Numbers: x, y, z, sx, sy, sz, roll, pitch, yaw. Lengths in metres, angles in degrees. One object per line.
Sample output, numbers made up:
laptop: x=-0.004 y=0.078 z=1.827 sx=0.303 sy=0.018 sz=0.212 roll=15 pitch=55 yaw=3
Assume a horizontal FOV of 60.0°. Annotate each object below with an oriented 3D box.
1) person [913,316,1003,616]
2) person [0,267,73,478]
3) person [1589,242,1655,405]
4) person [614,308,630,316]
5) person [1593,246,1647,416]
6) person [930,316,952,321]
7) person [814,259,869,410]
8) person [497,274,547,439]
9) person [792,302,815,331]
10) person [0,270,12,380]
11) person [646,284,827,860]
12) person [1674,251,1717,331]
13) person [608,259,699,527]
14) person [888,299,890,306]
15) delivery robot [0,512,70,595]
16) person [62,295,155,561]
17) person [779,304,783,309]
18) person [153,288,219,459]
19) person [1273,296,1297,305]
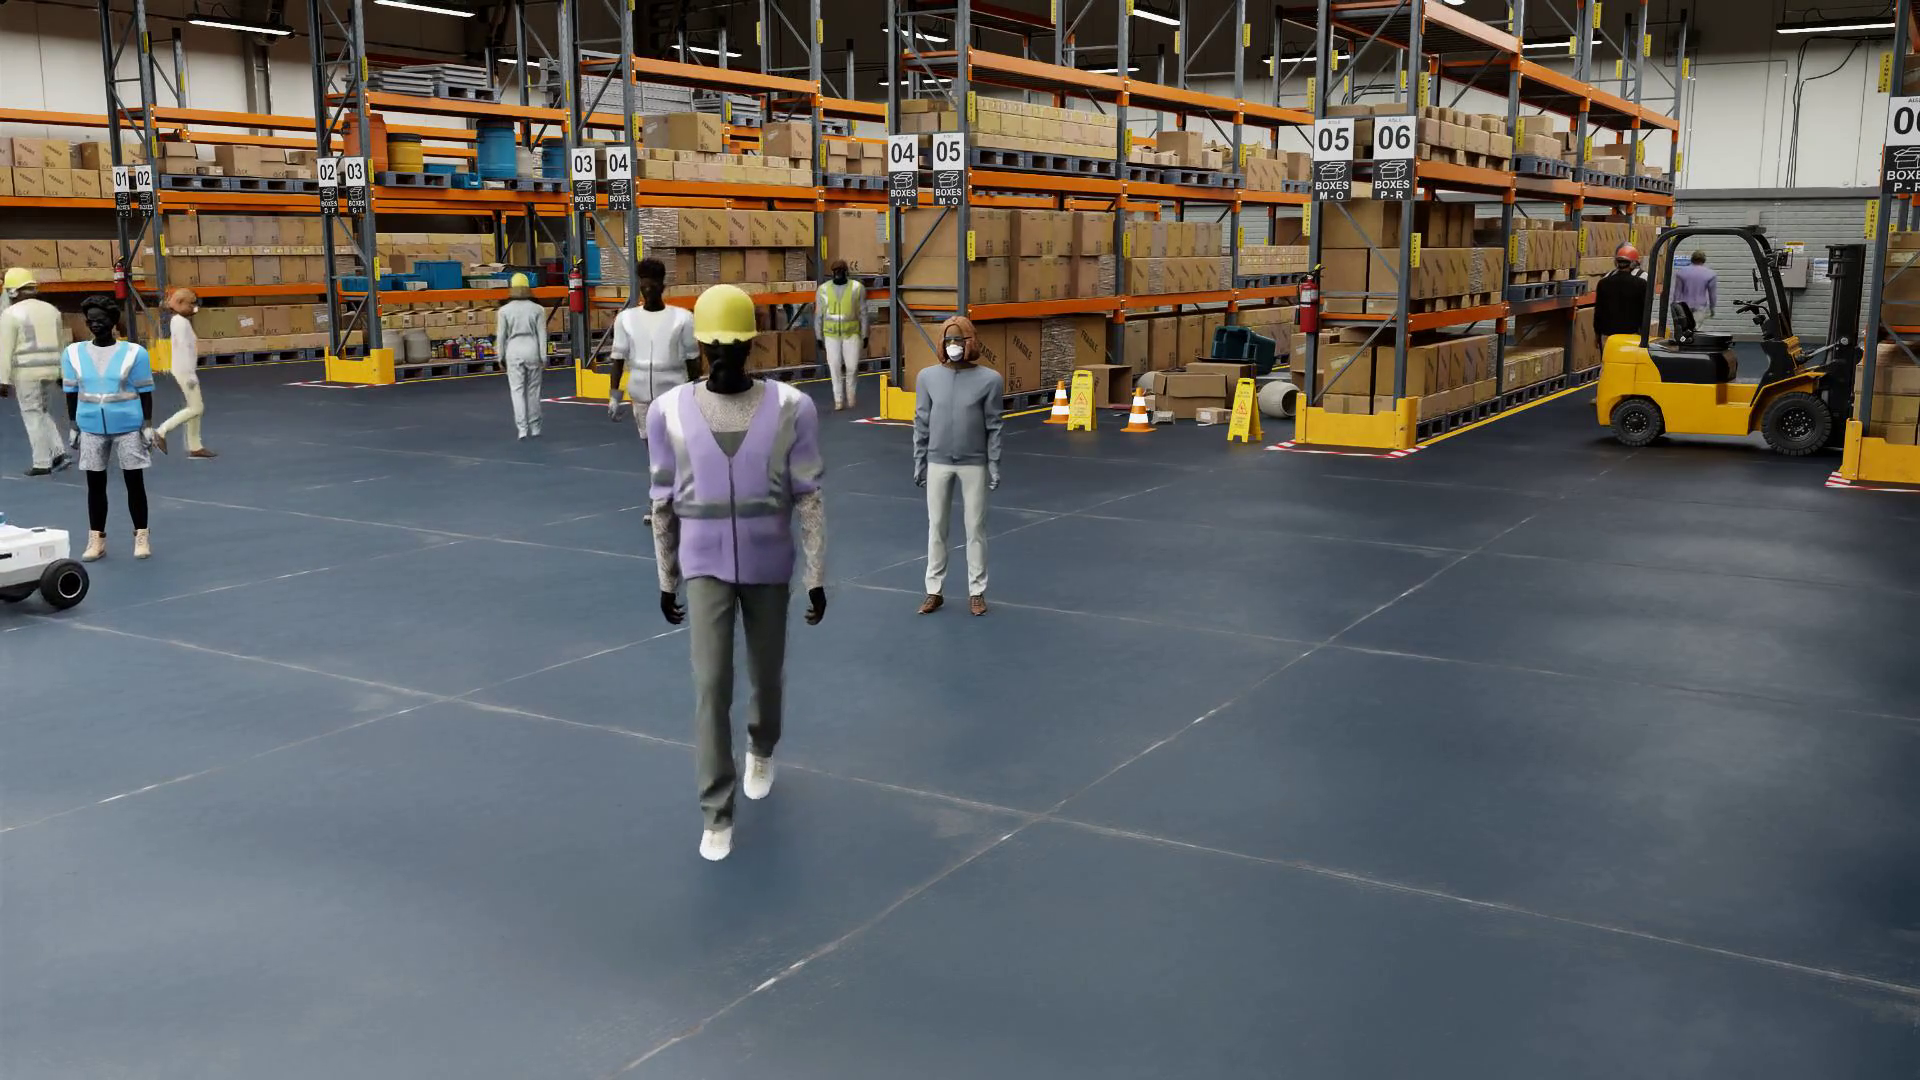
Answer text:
person: x=-0.014 y=-0.400 z=9.071 sx=0.497 sy=1.633 sz=0.284 roll=2 pitch=10 yaw=10
person: x=-7.989 y=-1.429 z=14.320 sx=0.431 sy=1.814 sz=0.610 roll=2 pitch=10 yaw=13
person: x=8.212 y=-2.678 z=20.692 sx=0.538 sy=2.000 sz=0.681 roll=-9 pitch=13 yaw=-40
person: x=-4.770 y=-3.113 z=24.095 sx=0.554 sy=1.683 sz=0.369 roll=5 pitch=11 yaw=24
person: x=7.715 y=-2.425 z=19.406 sx=0.622 sy=1.990 sz=0.402 roll=9 pitch=14 yaw=42
person: x=-0.161 y=-3.135 z=23.790 sx=0.563 sy=1.847 sz=0.389 roll=1 pitch=10 yaw=5
person: x=-1.442 y=-2.474 z=20.138 sx=0.658 sy=1.828 sz=0.479 roll=0 pitch=10 yaw=2
person: x=-4.557 y=-1.904 z=17.353 sx=0.503 sy=1.725 sz=0.764 roll=-3 pitch=10 yaw=-15
person: x=-2.648 y=-4.036 z=28.733 sx=0.653 sy=1.882 sz=1.007 roll=5 pitch=11 yaw=24
person: x=-14.019 y=-3.161 z=24.551 sx=0.364 sy=1.627 sz=0.514 roll=-5 pitch=11 yaw=-24
person: x=-0.770 y=0.069 z=5.768 sx=0.595 sy=1.907 sz=0.875 roll=-1 pitch=10 yaw=-7
person: x=12.456 y=-3.936 z=28.188 sx=0.658 sy=1.882 sz=1.027 roll=6 pitch=12 yaw=28
person: x=-2.221 y=-1.069 z=12.048 sx=0.626 sy=1.910 sz=1.022 roll=1 pitch=10 yaw=4
person: x=-1.139 y=-4.562 z=32.124 sx=0.526 sy=1.731 sz=0.814 roll=4 pitch=11 yaw=23
delivery robot: x=-5.251 y=0.093 z=9.068 sx=0.477 sy=0.478 sz=0.707 roll=5 pitch=11 yaw=24
person: x=-5.421 y=-0.710 z=10.625 sx=0.535 sy=1.697 sz=0.322 roll=-2 pitch=10 yaw=-12
person: x=-4.202 y=-5.795 z=38.723 sx=0.526 sy=1.844 sz=0.797 roll=5 pitch=11 yaw=27
person: x=-7.267 y=-1.541 z=15.498 sx=0.481 sy=1.610 sz=0.514 roll=-4 pitch=11 yaw=-20
person: x=6.354 y=-4.695 z=32.441 sx=0.652 sy=1.889 sz=0.662 roll=7 pitch=12 yaw=34
